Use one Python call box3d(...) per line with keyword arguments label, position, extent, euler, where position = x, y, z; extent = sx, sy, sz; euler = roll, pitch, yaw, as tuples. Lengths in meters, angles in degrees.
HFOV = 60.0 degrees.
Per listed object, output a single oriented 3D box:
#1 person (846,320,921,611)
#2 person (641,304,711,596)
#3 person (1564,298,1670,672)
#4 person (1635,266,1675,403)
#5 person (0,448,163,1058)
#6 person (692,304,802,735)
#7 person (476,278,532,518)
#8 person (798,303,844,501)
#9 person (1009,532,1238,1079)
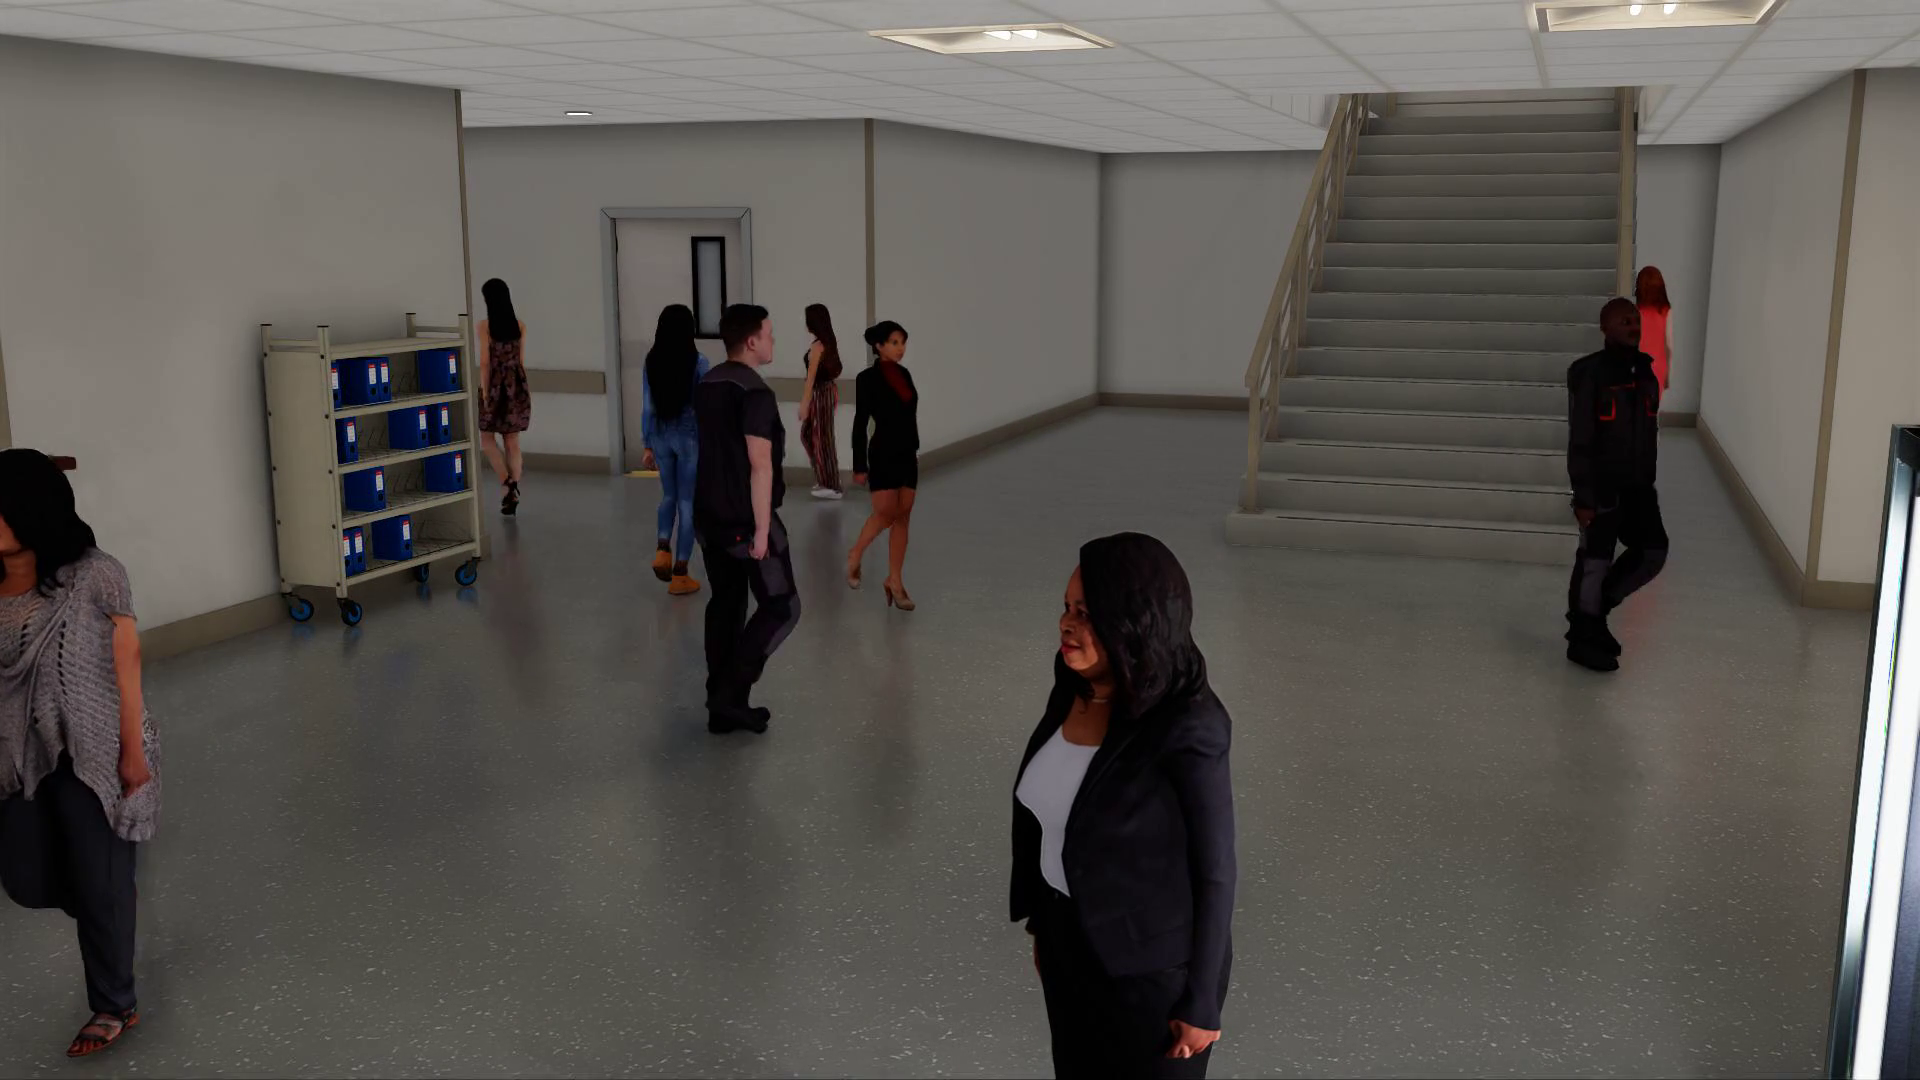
box3d(label="person", position=(-0.447, -0.409, 9.360), extent=(0.750, 1.629, 0.717), euler=(9, 14, 40))
box3d(label="person", position=(-1.684, -0.510, 9.693), extent=(0.622, 1.704, 0.629), euler=(4, 11, 20))
box3d(label="person", position=(3.147, -0.285, 8.224), extent=(0.888, 1.809, 0.947), euler=(-5, 12, -24))
box3d(label="person", position=(5.681, -1.319, 13.784), extent=(0.723, 1.768, 1.177), euler=(2, 11, 12))
box3d(label="person", position=(-2.359, 0.536, 4.483), extent=(0.752, 1.589, 0.880), euler=(1, 11, 4))
box3d(label="person", position=(-1.002, -0.055, 6.950), extent=(0.889, 1.832, 0.875), euler=(-9, 14, -39))
box3d(label="person", position=(-3.325, -1.035, 12.301), extent=(0.761, 1.763, 0.826), euler=(-10, 15, -43))
box3d(label="person", position=(-1.006, -1.095, 13.189), extent=(0.705, 1.549, 0.592), euler=(1, 11, 4))
box3d(label="person", position=(0.324, 0.775, 3.161), extent=(0.808, 1.615, 0.773), euler=(-7, 13, -34))
